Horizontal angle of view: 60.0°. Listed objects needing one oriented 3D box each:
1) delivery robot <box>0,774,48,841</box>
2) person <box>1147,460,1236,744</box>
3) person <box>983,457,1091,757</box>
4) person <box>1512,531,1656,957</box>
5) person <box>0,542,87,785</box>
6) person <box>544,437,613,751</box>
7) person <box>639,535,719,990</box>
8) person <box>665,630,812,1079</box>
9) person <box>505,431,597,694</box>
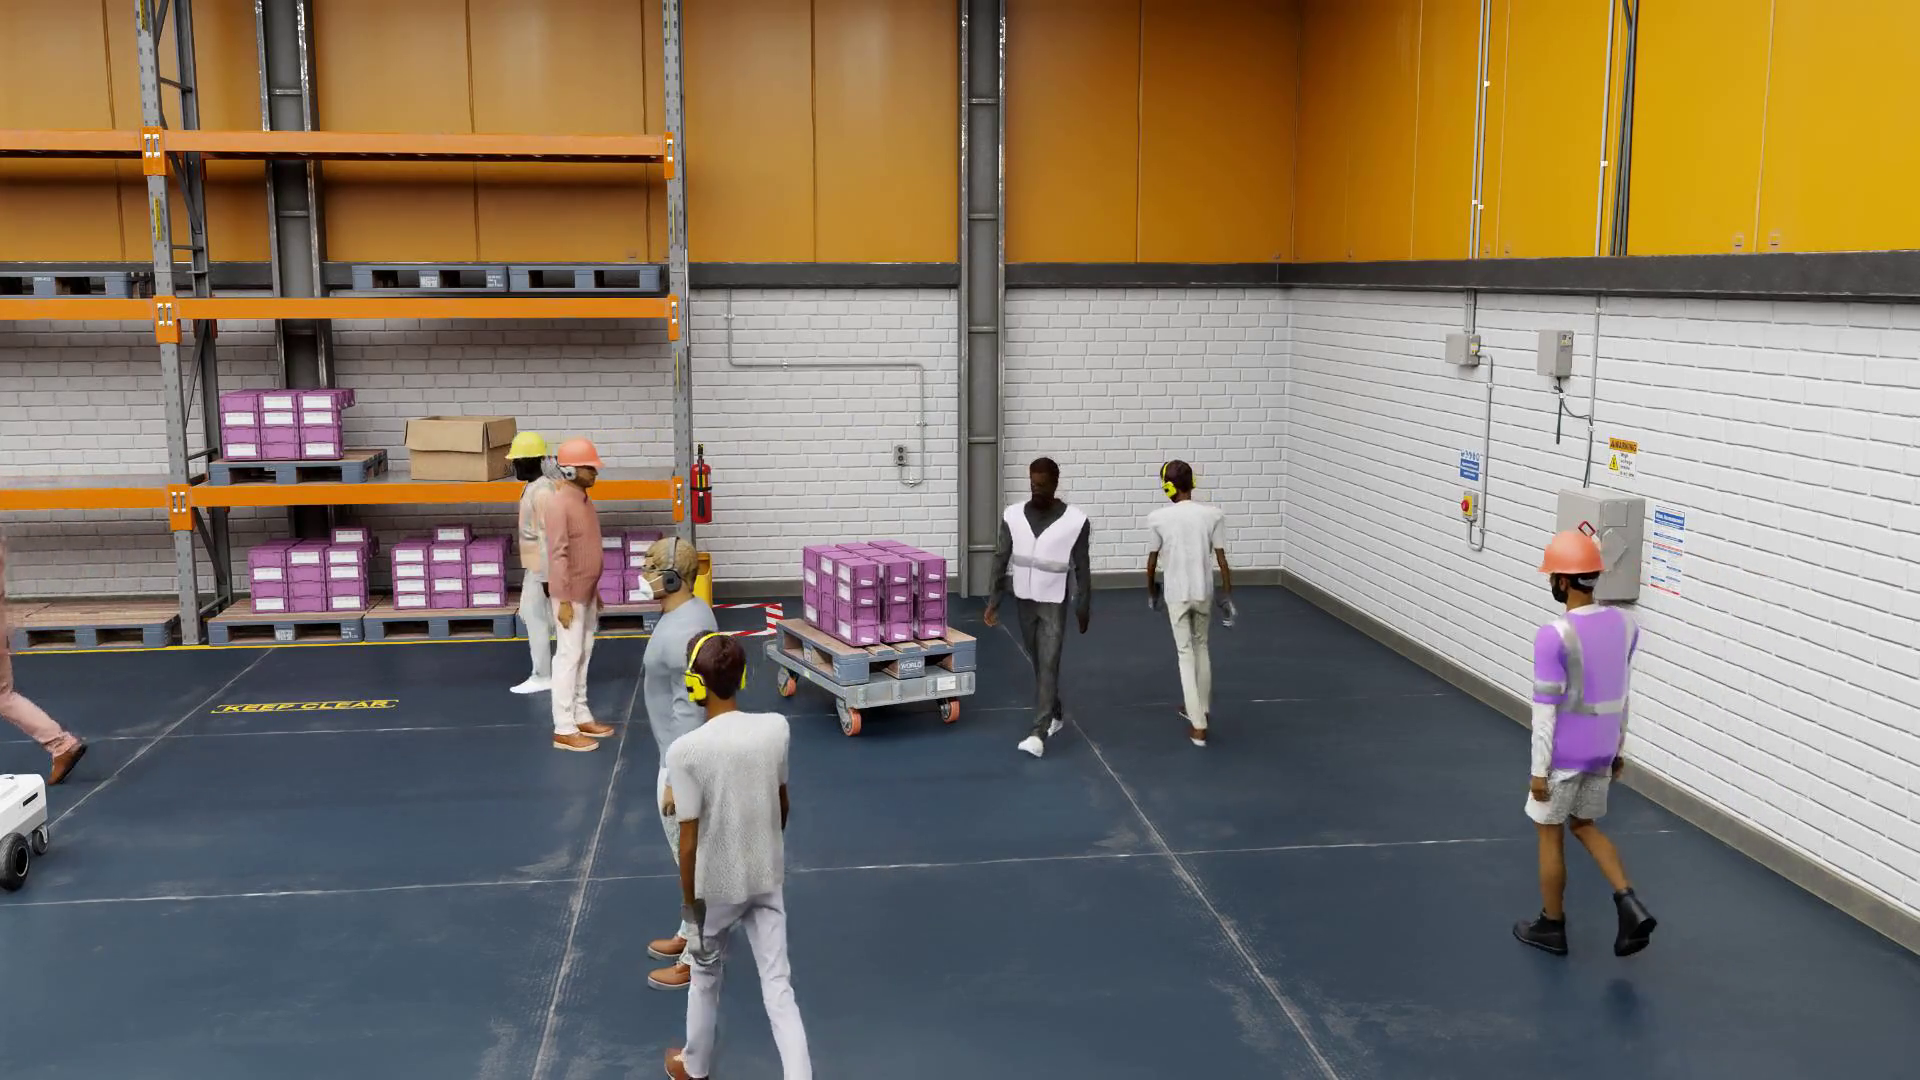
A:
[{"bbox_3d":[-4.899,1.377,8.361,0.477,0.478,0.707,-1,9,-7],"label":"delivery robot"},{"bbox_3d":[1.475,0.382,10.912,0.559,1.829,0.753,-1,9,-8],"label":"person"},{"bbox_3d":[0.491,0.411,10.590,0.604,1.865,0.970,4,10,26],"label":"person"},{"bbox_3d":[2.721,0.921,7.232,0.551,1.921,0.592,-4,10,-24],"label":"person"},{"bbox_3d":[-5.626,0.568,9.604,0.868,1.875,0.645,-2,9,-12],"label":"person"},{"bbox_3d":[-2.442,0.337,10.665,0.399,1.991,0.621,1,9,6],"label":"person"},{"bbox_3d":[-1.180,0.938,7.086,0.371,1.940,0.627,-1,9,-6],"label":"person"},{"bbox_3d":[-0.777,1.213,5.802,0.519,1.813,1.021,-6,11,-31],"label":"person"},{"bbox_3d":[-2.984,0.157,12.036,0.552,1.909,0.602,-3,10,-19],"label":"person"}]
